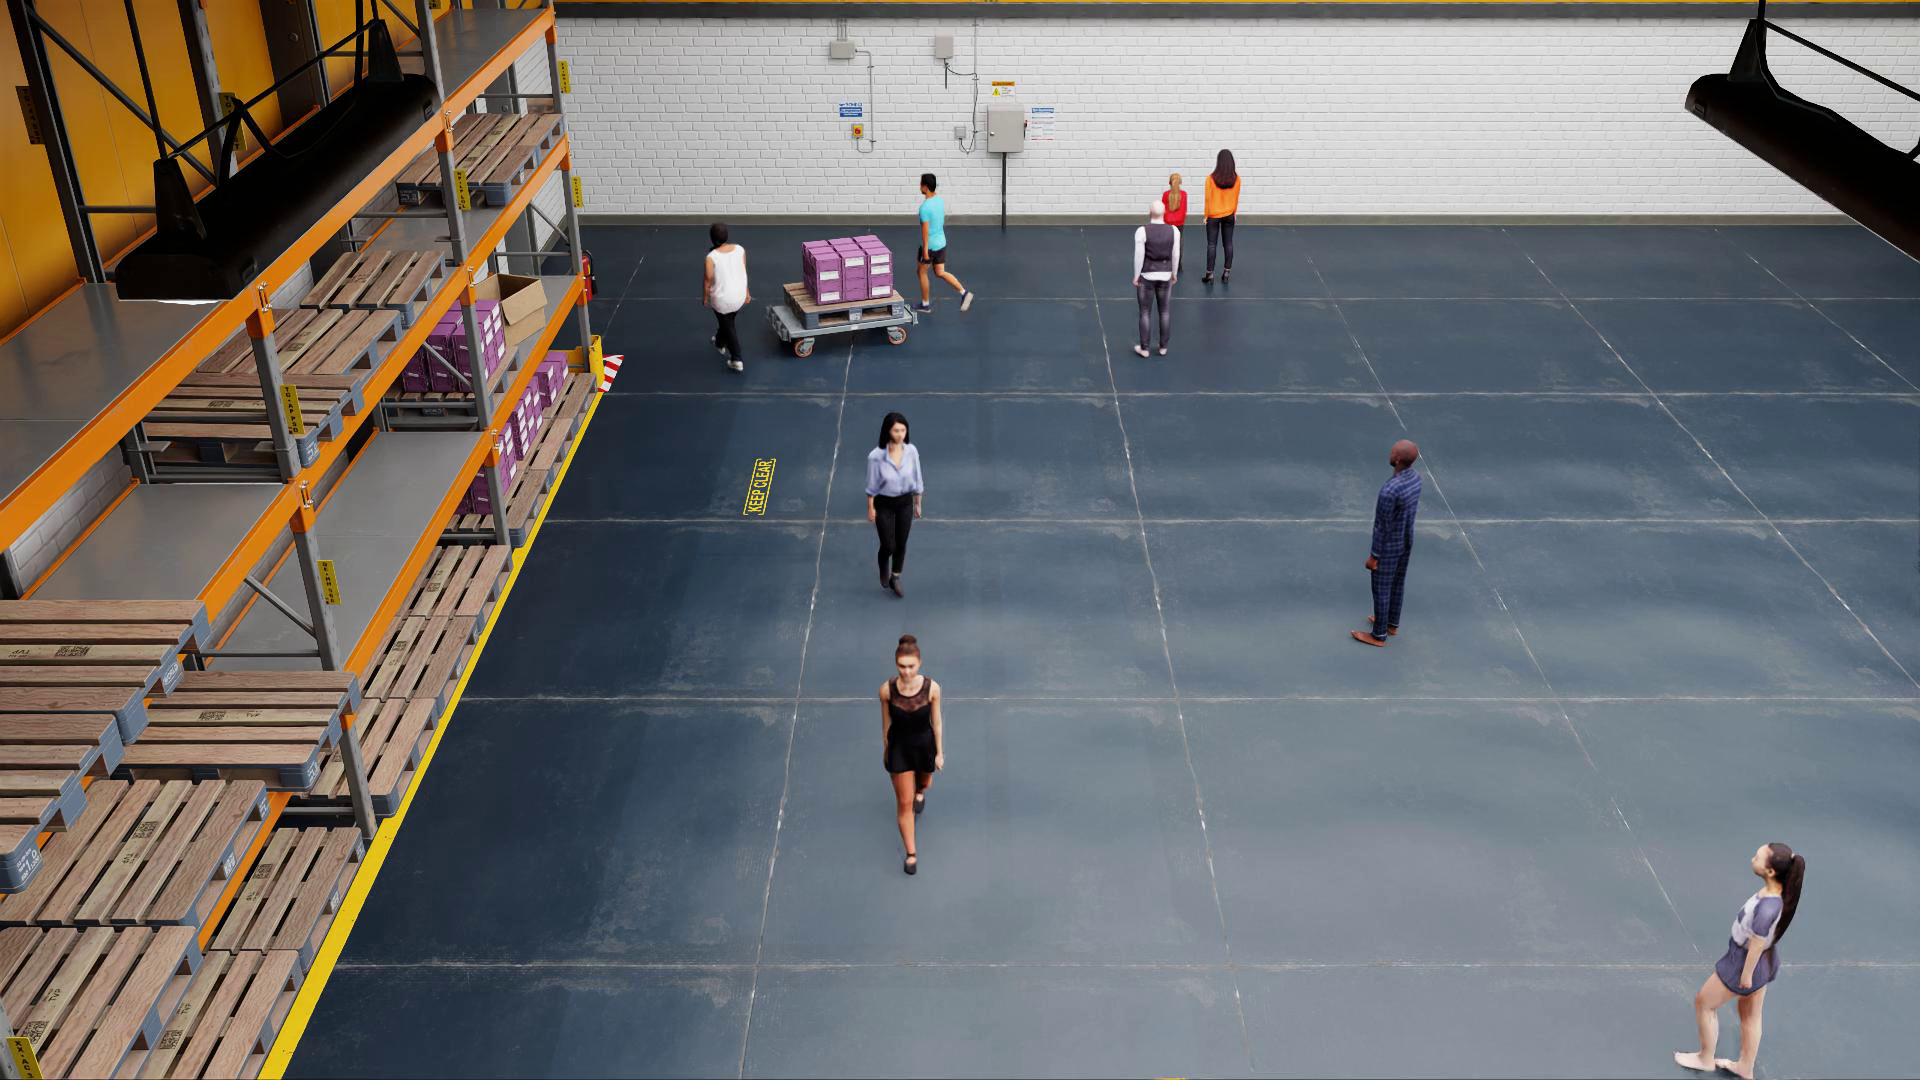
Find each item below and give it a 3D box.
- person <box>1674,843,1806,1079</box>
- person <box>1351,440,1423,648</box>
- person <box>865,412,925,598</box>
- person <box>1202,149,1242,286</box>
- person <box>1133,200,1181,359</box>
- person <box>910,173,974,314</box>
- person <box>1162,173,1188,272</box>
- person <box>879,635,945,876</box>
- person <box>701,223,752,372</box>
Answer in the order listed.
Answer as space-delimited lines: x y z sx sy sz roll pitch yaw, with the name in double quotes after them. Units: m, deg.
4.517 2.409 9.312 0.750 1.636 0.809 -24 37 -37 "person"
3.520 0.011 13.517 0.822 1.819 0.750 22 36 35 "person"
-0.596 -0.315 14.206 0.775 1.733 0.794 -11 31 -19 "person"
3.321 -4.114 21.153 0.665 1.750 0.628 -6 29 -11 "person"
2.223 -2.984 19.006 0.732 1.822 0.649 -6 29 -11 "person"
-0.234 -3.521 20.077 1.026 1.739 1.098 15 32 26 "person"
2.786 -4.150 21.711 0.499 1.279 0.484 -1 29 -1 "person"
-0.312 1.365 11.220 0.598 1.644 1.056 -1 29 -2 "person"
-2.592 -2.705 18.666 1.049 1.658 1.127 -23 36 -36 "person"
